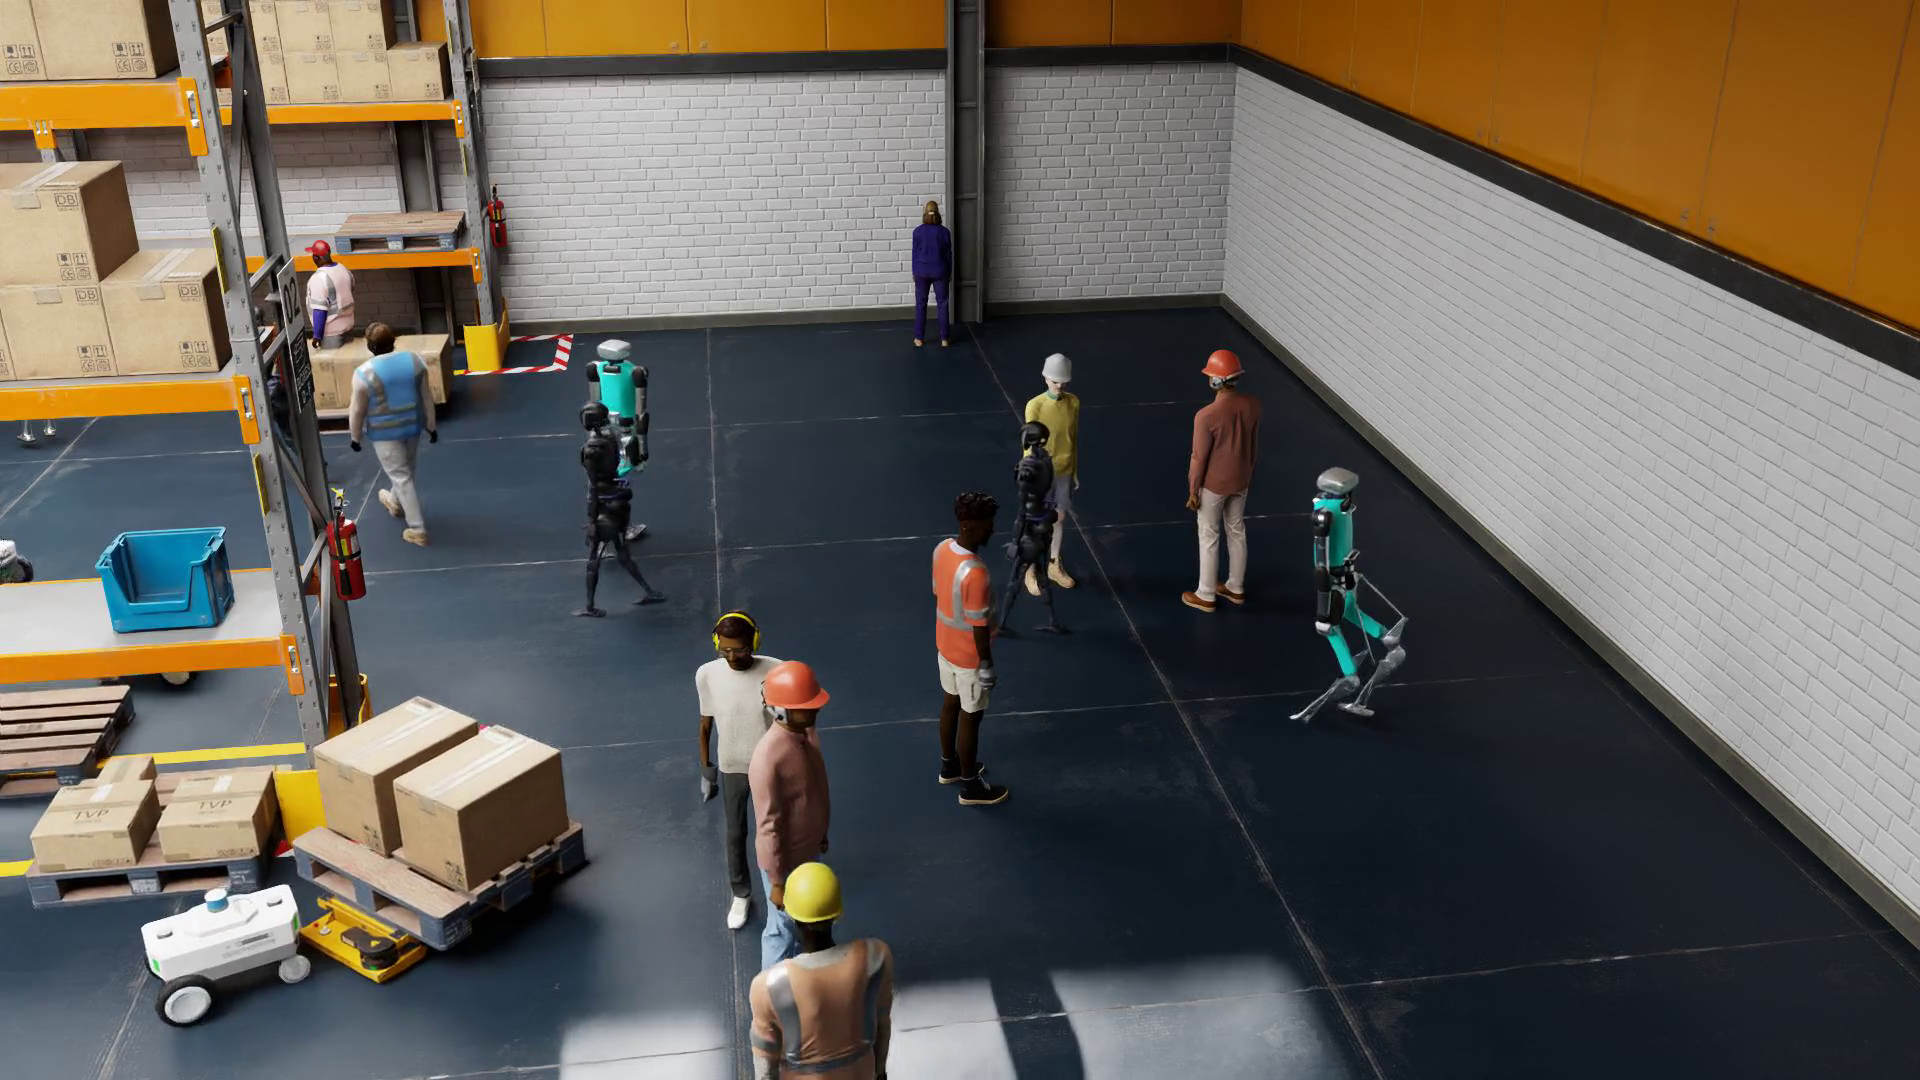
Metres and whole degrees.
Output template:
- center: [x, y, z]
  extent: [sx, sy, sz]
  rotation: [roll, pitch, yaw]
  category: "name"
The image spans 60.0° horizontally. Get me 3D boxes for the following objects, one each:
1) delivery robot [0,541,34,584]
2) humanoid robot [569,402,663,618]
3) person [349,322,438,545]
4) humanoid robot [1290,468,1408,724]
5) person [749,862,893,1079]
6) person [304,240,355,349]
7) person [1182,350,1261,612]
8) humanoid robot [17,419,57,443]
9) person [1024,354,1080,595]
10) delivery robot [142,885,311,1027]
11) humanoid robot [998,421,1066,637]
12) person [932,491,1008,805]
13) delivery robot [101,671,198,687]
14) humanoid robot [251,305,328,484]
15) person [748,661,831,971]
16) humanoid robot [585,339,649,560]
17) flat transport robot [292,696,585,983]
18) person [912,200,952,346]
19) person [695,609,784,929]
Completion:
- center: [-7.527, 0.187, 12.609]
  extent: [0.793, 0.590, 0.499]
  rotation: [3, 24, 8]
  category: "delivery robot"
- center: [-2.567, -0.240, 12.233]
  extent: [0.635, 1.632, 0.607]
  rotation: [3, 24, 6]
  category: "humanoid robot"
- center: [-4.667, -0.907, 13.565]
  extent: [0.969, 1.794, 0.653]
  rotation: [19, 30, 37]
  category: "person"
- center: [2.551, 0.442, 10.606]
  extent: [0.825, 1.796, 0.540]
  rotation: [13, 27, 27]
  category: "humanoid robot"
- center: [-0.545, 2.106, 6.555]
  extent: [0.588, 1.914, 0.425]
  rotation: [-9, 25, -20]
  category: "person"
- center: [-6.131, -2.067, 16.259]
  extent: [0.419, 1.754, 0.604]
  rotation: [5, 24, 12]
  category: "person"
- center: [1.921, -0.439, 12.270]
  extent: [0.615, 1.987, 0.402]
  rotation: [-14, 27, -29]
  category: "person"
- center: [-8.651, -1.704, 15.285]
  extent: [0.533, 1.677, 0.735]
  rotation: [-20, 31, -38]
  category: "humanoid robot"
- center: [0.690, -0.507, 12.540]
  extent: [0.486, 1.887, 0.395]
  rotation: [-13, 27, -28]
  category: "person"
- center: [-3.728, 2.052, 8.391]
  extent: [0.811, 0.614, 0.499]
  rotation: [-14, 27, -28]
  category: "delivery robot"
- center: [0.468, -0.091, 11.873]
  extent: [0.617, 1.638, 0.586]
  rotation: [8, 25, 18]
  category: "humanoid robot"
- center: [0.049, 0.634, 9.850]
  extent: [0.370, 1.959, 0.600]
  rotation: [-10, 25, -21]
  category: "person"
- center: [-5.565, 0.670, 11.477]
  extent: [0.739, 0.564, 0.499]
  rotation: [0, 24, 0]
  category: "delivery robot"
- center: [-5.986, -1.243, 14.516]
  extent: [0.703, 1.634, 0.611]
  rotation: [5, 24, 11]
  category: "humanoid robot"
- center: [-0.778, 1.470, 7.902]
  extent: [0.376, 1.995, 0.608]
  rotation: [6, 24, 13]
  category: "person"
- center: [-2.790, -0.633, 13.062]
  extent: [0.531, 1.759, 1.013]
  rotation: [9, 25, 19]
  category: "humanoid robot"
- center: [-2.815, 1.879, 9.117]
  extent: [0.659, 0.231, 1.431]
  rotation: [15, 28, 31]
  category: "flat transport robot"
- center: [-0.310, -2.960, 18.464]
  extent: [0.448, 1.616, 0.371]
  rotation: [1, 24, 2]
  category: "person"
- center: [-1.099, 1.204, 8.687]
  extent: [0.520, 1.856, 0.345]
  rotation: [-1, 24, -2]
  category: "person"
